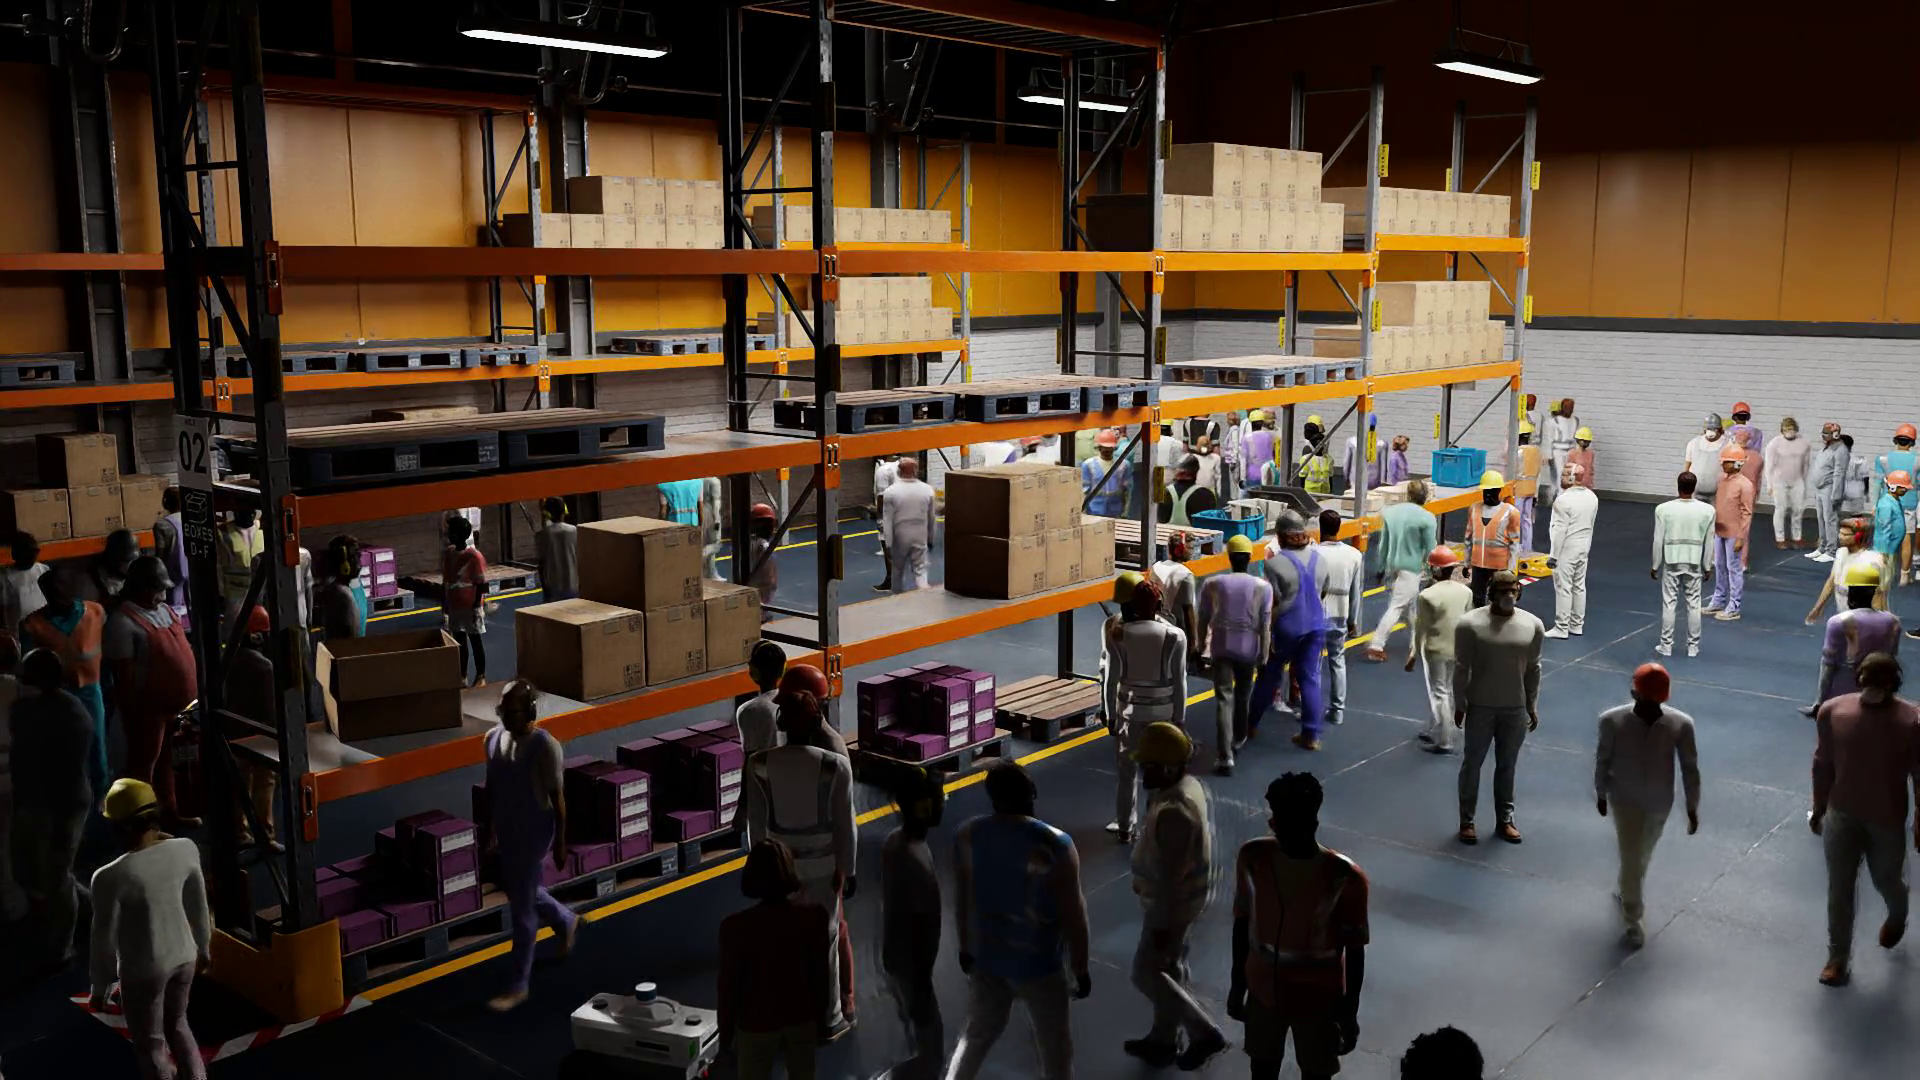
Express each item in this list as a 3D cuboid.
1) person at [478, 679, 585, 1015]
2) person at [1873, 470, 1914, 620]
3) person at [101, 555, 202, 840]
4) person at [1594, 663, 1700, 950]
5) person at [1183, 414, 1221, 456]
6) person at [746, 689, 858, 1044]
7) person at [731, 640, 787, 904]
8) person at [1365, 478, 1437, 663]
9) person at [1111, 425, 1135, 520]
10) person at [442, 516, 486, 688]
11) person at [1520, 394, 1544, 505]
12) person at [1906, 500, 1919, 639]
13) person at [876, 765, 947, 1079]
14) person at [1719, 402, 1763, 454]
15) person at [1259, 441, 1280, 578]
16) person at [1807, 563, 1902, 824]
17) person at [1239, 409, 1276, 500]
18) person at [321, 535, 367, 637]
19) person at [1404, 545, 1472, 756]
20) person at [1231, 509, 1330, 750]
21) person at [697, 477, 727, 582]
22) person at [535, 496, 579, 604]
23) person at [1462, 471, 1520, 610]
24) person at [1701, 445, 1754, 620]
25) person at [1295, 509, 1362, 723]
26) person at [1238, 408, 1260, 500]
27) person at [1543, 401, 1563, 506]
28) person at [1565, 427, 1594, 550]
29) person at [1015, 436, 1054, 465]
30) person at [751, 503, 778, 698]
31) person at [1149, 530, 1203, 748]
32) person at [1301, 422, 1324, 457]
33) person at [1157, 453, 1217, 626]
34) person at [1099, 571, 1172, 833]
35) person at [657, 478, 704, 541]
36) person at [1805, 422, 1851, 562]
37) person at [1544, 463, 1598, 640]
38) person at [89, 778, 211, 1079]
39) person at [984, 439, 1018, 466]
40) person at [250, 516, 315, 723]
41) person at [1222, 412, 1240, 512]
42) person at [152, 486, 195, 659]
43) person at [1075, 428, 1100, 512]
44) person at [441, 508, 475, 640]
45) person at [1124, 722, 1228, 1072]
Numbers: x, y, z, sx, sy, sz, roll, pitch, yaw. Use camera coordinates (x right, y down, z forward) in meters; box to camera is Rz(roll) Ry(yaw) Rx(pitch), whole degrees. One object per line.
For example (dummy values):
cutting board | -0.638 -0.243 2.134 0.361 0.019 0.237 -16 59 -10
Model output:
person | -2.362 1.626 9.252 0.516 1.823 0.841 5 11 29
person | 10.502 0.072 18.761 0.354 1.737 0.576 7 12 38
person | -5.631 1.103 11.697 0.538 2.000 0.682 0 10 3
person | 4.168 1.540 10.156 0.565 1.700 0.907 2 10 12
person | 3.699 -1.184 25.414 0.613 2.028 0.409 6 11 31
person | -0.811 1.693 8.643 0.575 1.884 0.355 1 10 8
person | -1.120 1.509 9.786 0.313 1.869 0.538 9 13 44
person | 4.511 0.307 16.952 1.016 1.885 0.631 -5 11 -28
person | 2.178 -0.687 22.804 0.403 1.904 0.637 2 10 9
person | -4.674 0.612 15.652 0.530 1.697 0.321 7 12 35
person | 9.476 -1.491 27.697 0.567 1.878 0.352 -6 11 -33
person | 10.527 0.109 17.901 0.609 1.958 0.365 -2 10 -11
person | -0.252 1.919 7.420 0.625 1.844 0.555 -2 10 -9
person | 11.350 -1.002 24.309 0.604 2.034 0.418 2 10 12
person | 3.995 -0.363 21.058 0.348 1.838 0.505 9 13 44
person | 6.444 1.118 11.996 0.587 1.916 0.398 -2 10 -13
person | 4.341 -0.963 24.437 0.637 1.902 0.547 -4 10 -22
person | -5.019 0.869 13.678 0.342 1.846 0.509 0 10 3
person | 3.962 0.900 13.810 0.567 1.751 0.394 -6 11 -33
person | 2.725 0.708 14.057 0.694 2.000 0.925 -5 11 -26
person | -3.216 -0.284 20.898 0.563 1.731 0.483 -7 12 -38
person | -3.795 0.471 16.126 0.585 1.824 0.817 -1 10 -6
person | 5.472 0.237 17.205 0.366 1.926 0.594 -9 13 -42
person | 8.759 -0.089 18.953 0.376 1.995 0.608 -1 10 -7
person | 3.234 0.683 14.616 0.598 1.908 0.401 -3 10 -17
person | 4.578 -1.264 26.297 0.339 1.882 0.584 -1 10 -3
person | 9.977 -1.453 27.812 0.338 1.756 0.537 -1 10 -7
person | 8.711 -0.712 23.385 0.515 1.759 0.335 -5 11 -26
person | 0.908 -0.404 20.913 0.667 1.959 0.666 -3 10 -16
person | -1.804 0.621 15.022 0.506 1.889 0.576 -7 12 -34
person | 1.773 0.827 13.952 0.395 1.837 0.564 -5 11 -27
person | 5.235 -0.908 24.761 0.320 1.693 0.536 7 12 37
person | 2.450 0.031 18.099 0.679 2.000 0.922 7 12 36
person | 1.232 1.158 11.770 0.589 1.912 0.396 7 12 35
person | -3.274 -0.115 19.551 0.564 1.846 0.390 -5 11 -29
person | 11.795 -0.652 22.614 0.401 1.900 0.642 1 10 7
person | 6.573 0.116 17.980 0.648 1.912 0.409 -7 12 -36
person | -3.692 1.937 7.586 0.355 1.754 0.544 5 11 25
person | 0.521 -0.760 23.487 0.602 1.818 0.624 8 12 39
person | -5.930 0.683 14.545 0.388 1.930 0.544 8 12 40
person | 4.438 -1.267 27.057 0.311 1.635 0.522 1 10 5
person | -7.811 0.375 16.669 0.353 1.837 0.511 7 12 37
person | 2.010 -1.303 26.913 0.528 1.761 0.339 0 10 1
person | -5.405 0.144 17.895 0.356 1.883 0.573 -3 10 -19
person | 1.075 1.787 8.316 0.483 1.816 0.645 2 10 14
